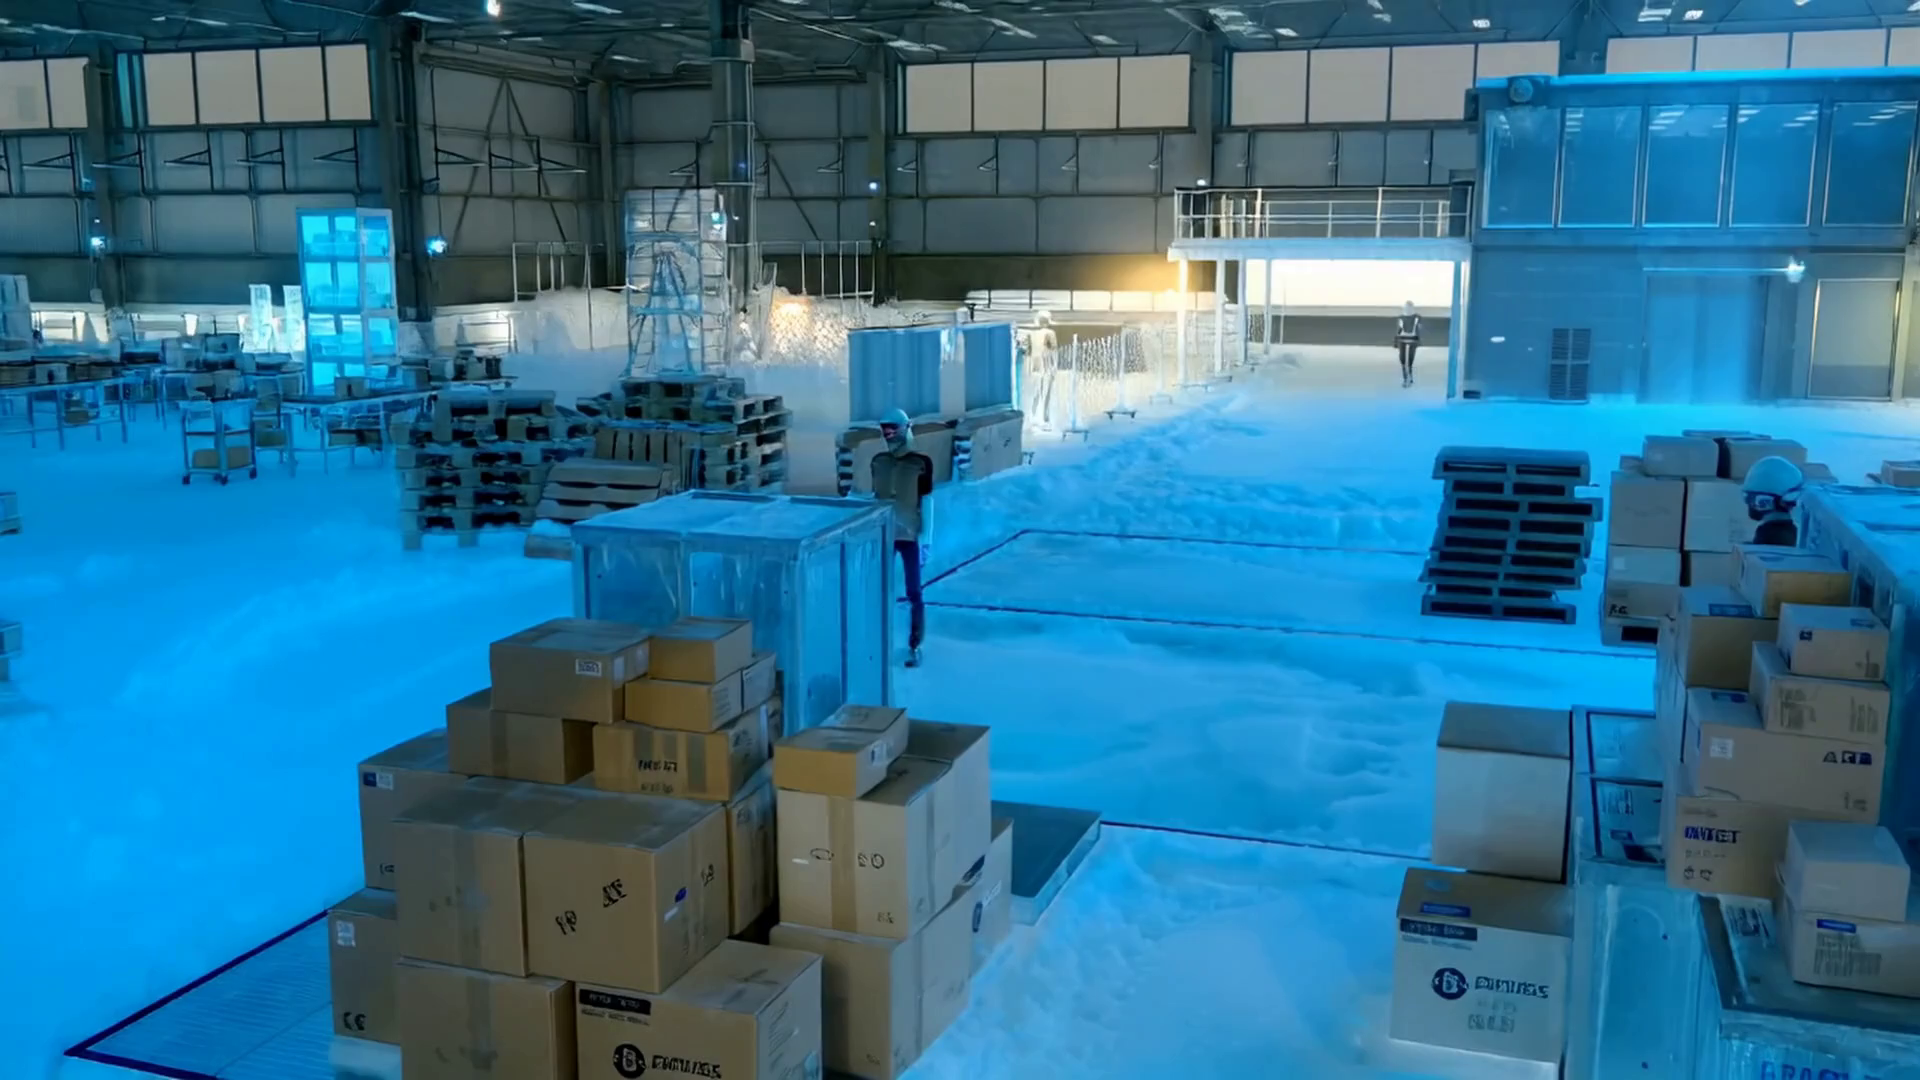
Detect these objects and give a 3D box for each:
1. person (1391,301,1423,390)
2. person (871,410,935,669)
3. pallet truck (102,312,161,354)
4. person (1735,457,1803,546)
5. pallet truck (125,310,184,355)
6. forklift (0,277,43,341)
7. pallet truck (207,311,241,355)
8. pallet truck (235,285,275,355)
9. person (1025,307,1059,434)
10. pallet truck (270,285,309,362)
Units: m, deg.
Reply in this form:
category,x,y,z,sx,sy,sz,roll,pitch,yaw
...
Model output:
category,x,y,z,sx,sy,sz,roll,pitch,yaw
person,9.400,-4.090,35.024,0.610,1.836,0.956,4,11,24
person,-0.425,-0.006,11.952,0.521,1.873,0.336,4,11,22
pallet truck,-23.057,-5.777,46.261,0.680,1.201,1.601,3,11,19
person,4.002,0.578,8.309,0.623,1.993,0.385,-10,14,-44
pallet truck,-22.038,-5.665,45.457,0.704,1.261,1.522,3,11,17
forklift,-27.151,-6.329,46.328,1.157,1.987,2.680,3,11,17
pallet truck,-19.537,-5.575,44.913,0.653,1.274,1.630,3,11,19
pallet truck,-18.327,-5.835,44.421,0.823,1.965,1.885,4,11,23
person,1.337,-2.719,26.744,0.605,2.044,0.374,9,13,41
pallet truck,-17.147,-5.700,43.663,0.823,1.965,1.885,3,11,17
